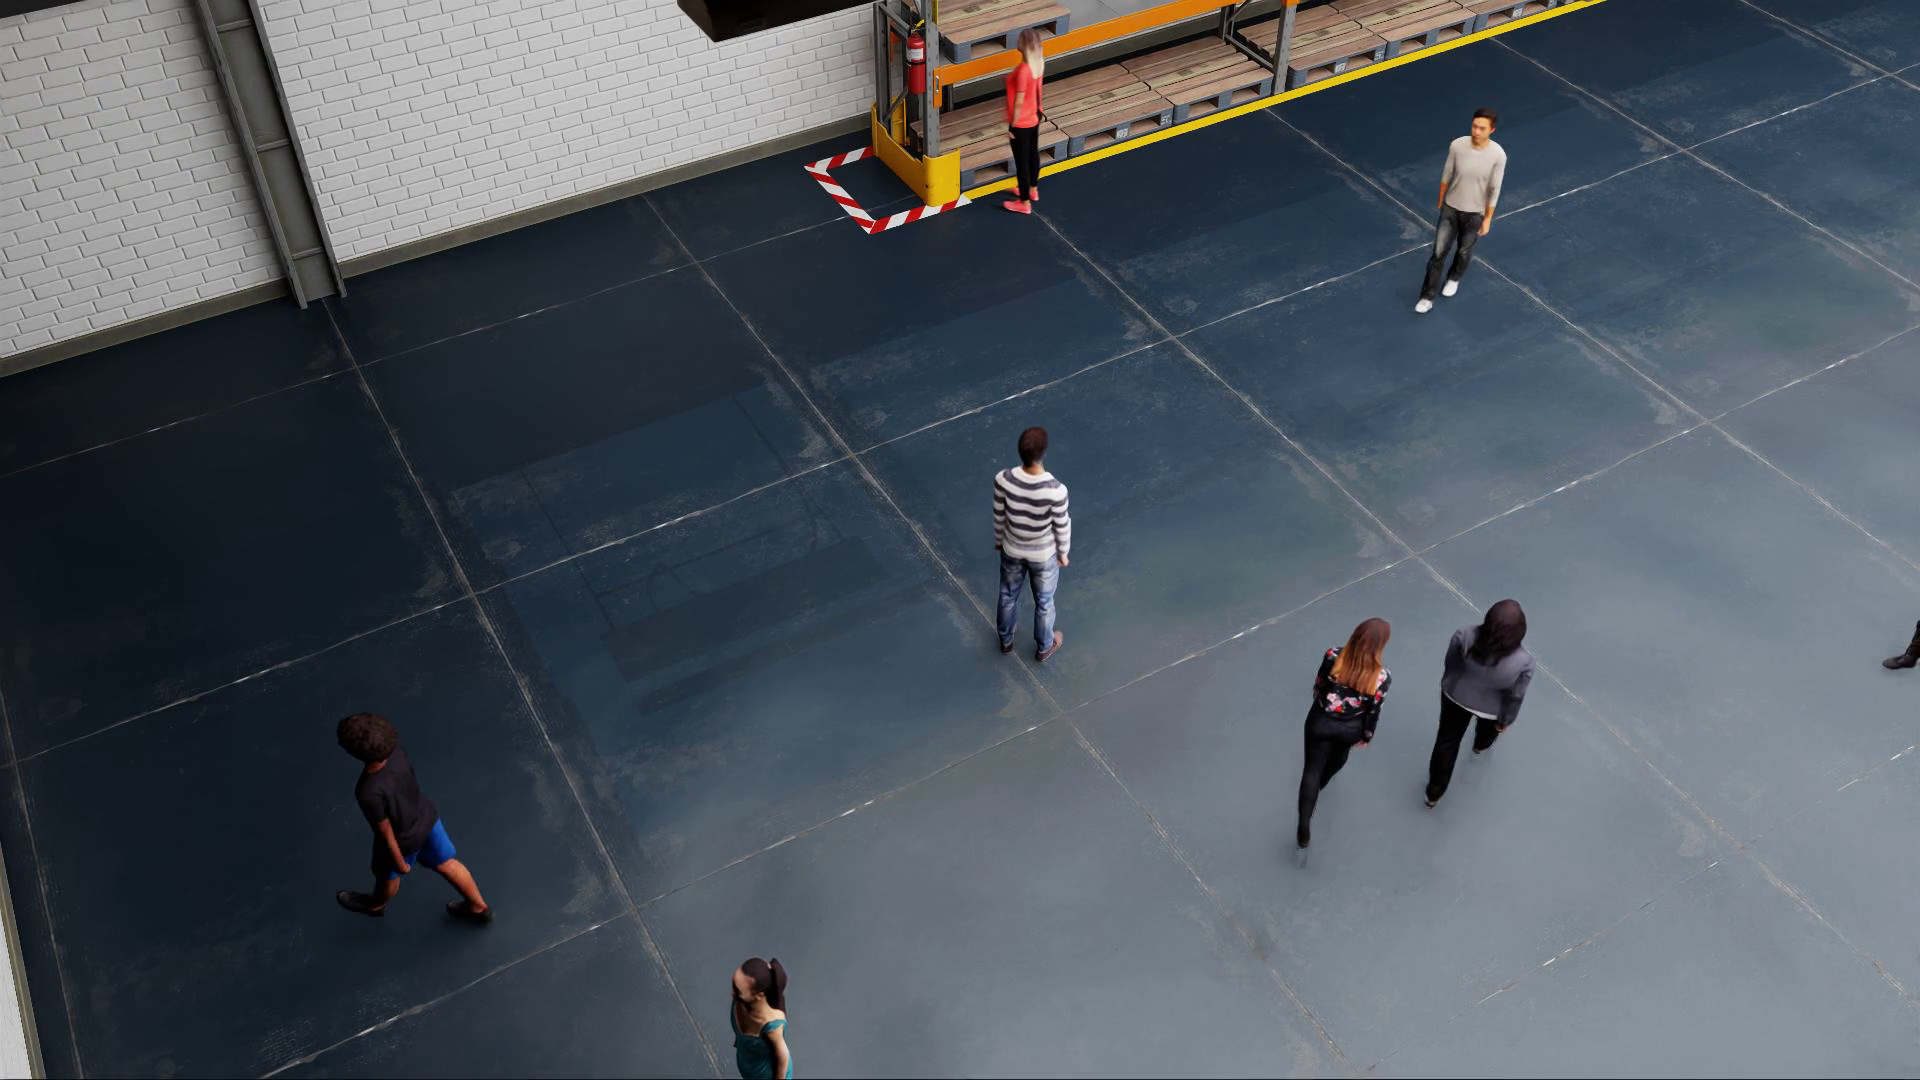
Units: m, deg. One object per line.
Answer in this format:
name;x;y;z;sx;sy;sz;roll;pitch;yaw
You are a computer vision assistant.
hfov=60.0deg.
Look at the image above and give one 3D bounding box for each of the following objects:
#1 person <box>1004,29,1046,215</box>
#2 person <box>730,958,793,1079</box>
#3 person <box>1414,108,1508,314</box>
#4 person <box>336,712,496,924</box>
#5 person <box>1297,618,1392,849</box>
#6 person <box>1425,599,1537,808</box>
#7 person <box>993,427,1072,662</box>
person;0.598;-3.719;14.745;0.733;1.693;0.648;17;46;17
person;-0.959;2.563;8.156;0.508;1.687;0.577;-27;50;-25
person;4.194;-2.770;13.681;0.985;1.785;1.130;19;47;19
person;-2.962;1.596;9.129;1.153;1.743;1.090;9;44;10
person;2.178;1.123;9.695;0.995;1.648;1.118;13;45;14
person;3.055;0.981;9.911;0.995;1.555;1.156;21;47;20
person;0.444;0.041;10.684;0.715;1.849;0.752;14;45;14
